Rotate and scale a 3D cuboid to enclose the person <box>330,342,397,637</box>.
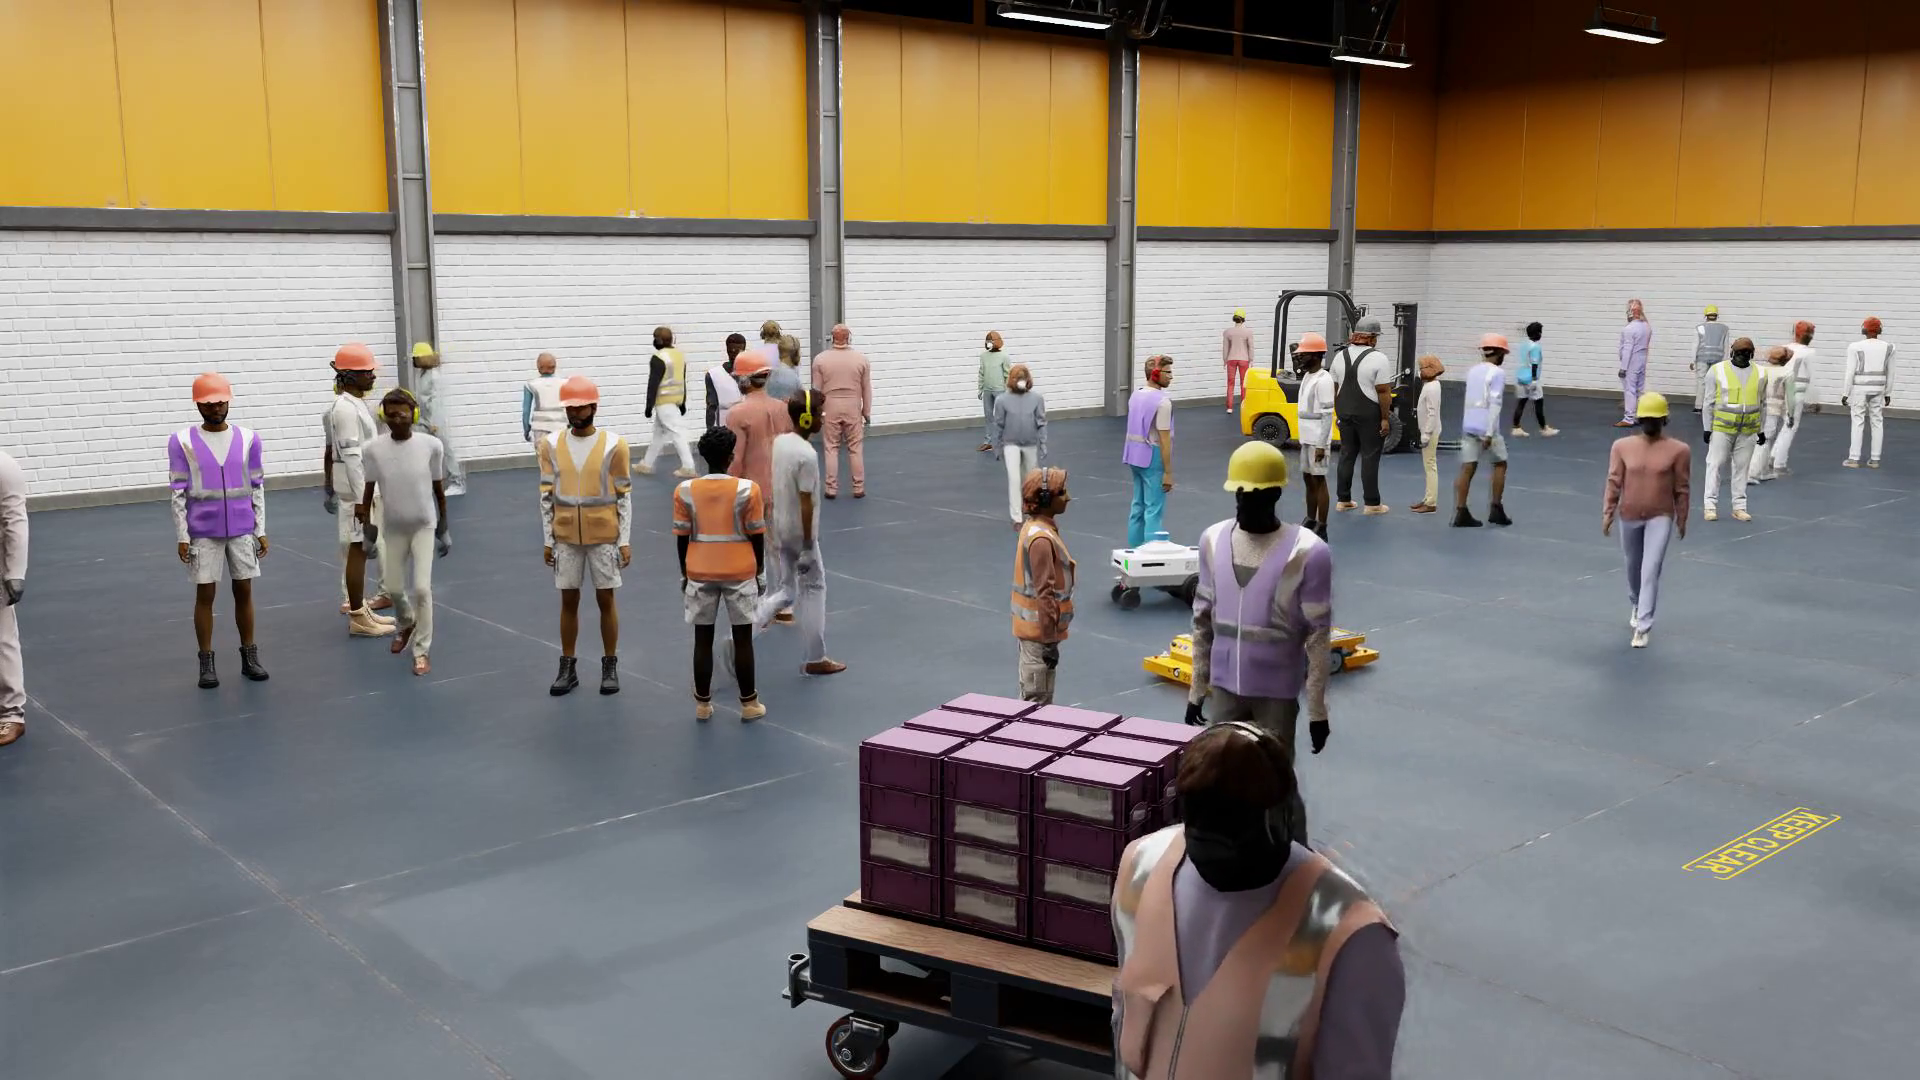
[{"bbox_3d":[-4.154,-0.346,11.561,0.374,2.044,0.607,-3,10,-17],"label":"person"}]

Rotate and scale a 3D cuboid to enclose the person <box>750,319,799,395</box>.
[{"bbox_3d":[-2.082,-1.469,18.441,0.630,1.940,0.372,-3,10,-17],"label":"person"}]

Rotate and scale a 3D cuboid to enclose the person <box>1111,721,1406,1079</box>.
[{"bbox_3d":[0.497,1.219,3.138,0.654,1.787,0.977,8,13,39],"label":"person"}]

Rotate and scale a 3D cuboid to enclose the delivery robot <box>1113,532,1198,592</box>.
[{"bbox_3d":[1.520,0.181,12.549,0.707,0.478,0.477,-2,10,-12],"label":"delivery robot"}]

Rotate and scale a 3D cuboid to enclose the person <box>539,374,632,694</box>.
[{"bbox_3d":[-2.247,-0.027,9.994,0.545,1.939,0.374,0,10,1],"label":"person"}]

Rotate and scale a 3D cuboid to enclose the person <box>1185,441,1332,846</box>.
[{"bbox_3d":[1.193,0.561,6.640,0.621,1.935,0.446,8,13,40],"label":"person"}]

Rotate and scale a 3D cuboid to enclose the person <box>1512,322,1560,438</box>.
[{"bbox_3d":[8.378,-2.318,24.142,0.686,1.672,0.553,-1,10,-5],"label":"person"}]

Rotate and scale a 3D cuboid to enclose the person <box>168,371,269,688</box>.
[{"bbox_3d":[-4.540,-0.068,10.238,0.545,1.938,0.361,-7,12,-36],"label":"person"}]

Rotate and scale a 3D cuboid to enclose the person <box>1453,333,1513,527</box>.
[{"bbox_3d":[5.095,-1.074,16.284,0.766,1.876,0.544,-5,11,-28],"label":"person"}]

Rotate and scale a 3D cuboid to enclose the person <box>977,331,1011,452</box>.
[{"bbox_3d":[0.460,-1.996,22.412,0.507,1.632,0.264,7,12,34],"label":"person"}]

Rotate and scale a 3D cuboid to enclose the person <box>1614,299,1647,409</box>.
[{"bbox_3d":[11.608,-3.205,28.723,0.404,1.905,0.675,7,12,34],"label":"person"}]

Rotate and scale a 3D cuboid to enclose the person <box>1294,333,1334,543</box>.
[{"bbox_3d":[3.230,-0.929,15.279,0.377,1.938,0.547,-1,10,-8],"label":"person"}]

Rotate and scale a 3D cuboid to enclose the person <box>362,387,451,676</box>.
[{"bbox_3d":[-3.543,-0.083,10.676,0.535,1.835,0.702,-2,10,-12],"label":"person"}]

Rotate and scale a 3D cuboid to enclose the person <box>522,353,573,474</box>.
[{"bbox_3d":[-4.361,-1.170,17.618,0.541,1.606,0.758,-3,10,-18],"label":"person"}]

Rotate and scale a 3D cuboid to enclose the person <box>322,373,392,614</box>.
[{"bbox_3d":[-4.448,-0.365,12.296,0.553,1.849,0.420,1,10,5],"label":"person"}]

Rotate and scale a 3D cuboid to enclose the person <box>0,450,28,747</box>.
[{"bbox_3d":[-5.343,0.172,8.935,0.642,1.905,0.399,1,10,5],"label":"person"}]

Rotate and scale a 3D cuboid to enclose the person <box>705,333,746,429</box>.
[{"bbox_3d":[-2.132,-1.000,15.757,0.594,1.915,0.373,-6,12,-33],"label":"person"}]

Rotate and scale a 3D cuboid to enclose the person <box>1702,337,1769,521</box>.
[{"bbox_3d":[7.732,-1.102,16.594,0.621,1.837,0.429,1,10,5],"label":"person"}]

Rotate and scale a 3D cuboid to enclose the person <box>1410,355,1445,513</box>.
[{"bbox_3d":[4.807,-1.086,17.094,0.285,1.632,0.498,3,10,15],"label":"person"}]

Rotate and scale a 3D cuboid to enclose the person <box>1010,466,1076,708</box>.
[{"bbox_3d":[0.397,0.462,8.007,0.309,1.641,0.513,0,10,-3],"label":"person"}]

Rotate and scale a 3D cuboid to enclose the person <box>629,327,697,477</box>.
[{"bbox_3d":[-3.564,-1.651,19.942,0.949,1.792,0.644,3,10,16],"label":"person"}]

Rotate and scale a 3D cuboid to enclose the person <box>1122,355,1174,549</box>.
[{"bbox_3d":[1.538,-0.582,13.530,0.394,1.841,0.564,-4,11,-23],"label":"person"}]

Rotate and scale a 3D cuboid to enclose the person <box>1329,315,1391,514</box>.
[{"bbox_3d":[4.174,-1.295,17.122,0.537,2.000,0.689,-8,13,-39],"label":"person"}]

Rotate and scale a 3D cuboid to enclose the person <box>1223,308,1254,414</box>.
[{"bbox_3d":[4.652,-2.984,27.810,0.523,1.769,0.317,3,10,20],"label":"person"}]

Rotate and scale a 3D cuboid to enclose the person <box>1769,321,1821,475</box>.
[{"bbox_3d":[10.026,-1.695,19.998,0.482,1.858,0.580,-3,10,-16],"label":"person"}]

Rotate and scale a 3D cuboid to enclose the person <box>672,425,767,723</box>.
[{"bbox_3d":[-1.343,0.200,9.384,0.529,1.692,0.321,1,10,5],"label":"person"}]

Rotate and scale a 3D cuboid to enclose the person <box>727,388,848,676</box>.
[{"bbox_3d":[-1.060,-0.020,10.261,0.753,1.838,0.536,-8,12,-38],"label":"person"}]

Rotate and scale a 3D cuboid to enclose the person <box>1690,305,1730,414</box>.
[{"bbox_3d":[12.514,-3.013,27.798,0.601,1.827,0.404,1,10,8],"label":"person"}]

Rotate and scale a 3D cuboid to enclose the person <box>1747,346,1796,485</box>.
[{"bbox_3d":[9.341,-1.432,19.189,0.770,1.603,0.534,-5,11,-26],"label":"person"}]

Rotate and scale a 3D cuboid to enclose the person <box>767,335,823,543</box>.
[{"bbox_3d":[-1.506,-0.920,15.278,0.557,1.919,0.649,-3,10,-19],"label":"person"}]

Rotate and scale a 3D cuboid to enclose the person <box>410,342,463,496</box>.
[{"bbox_3d":[-5.822,-1.293,18.090,0.505,1.689,0.895,9,13,42],"label":"person"}]

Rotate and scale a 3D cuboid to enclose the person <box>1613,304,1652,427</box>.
[{"bbox_3d":[10.371,-2.687,25.688,0.643,1.902,0.400,-8,12,-38],"label":"person"}]

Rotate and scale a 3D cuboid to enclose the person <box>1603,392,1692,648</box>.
[{"bbox_3d":[4.756,-0.177,11.509,0.526,1.725,0.896,6,12,33],"label":"person"}]

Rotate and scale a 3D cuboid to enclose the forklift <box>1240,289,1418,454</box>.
[{"bbox_3d":[5.034,-2.339,22.783,2.313,2.155,1.214,3,10,16],"label":"forklift"}]

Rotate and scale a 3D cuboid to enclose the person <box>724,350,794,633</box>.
[{"bbox_3d":[-1.415,-0.339,11.715,0.387,1.986,0.674,8,12,38],"label":"person"}]

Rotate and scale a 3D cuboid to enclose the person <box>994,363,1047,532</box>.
[{"bbox_3d":[0.581,-0.917,16.181,0.514,1.616,0.709,-2,10,-10],"label":"person"}]

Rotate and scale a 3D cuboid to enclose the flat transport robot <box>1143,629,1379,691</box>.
[{"bbox_3d":[1.924,0.707,10.572,1.431,0.197,0.652,-6,11,-33],"label":"flat transport robot"}]

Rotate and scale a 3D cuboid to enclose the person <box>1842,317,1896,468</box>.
[{"bbox_3d":[11.335,-1.840,20.771,0.578,1.881,0.346,1,10,6],"label":"person"}]

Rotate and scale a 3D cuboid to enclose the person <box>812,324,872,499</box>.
[{"bbox_3d":[-1.284,-1.394,18.093,0.651,1.906,0.403,-1,10,-8],"label":"person"}]
